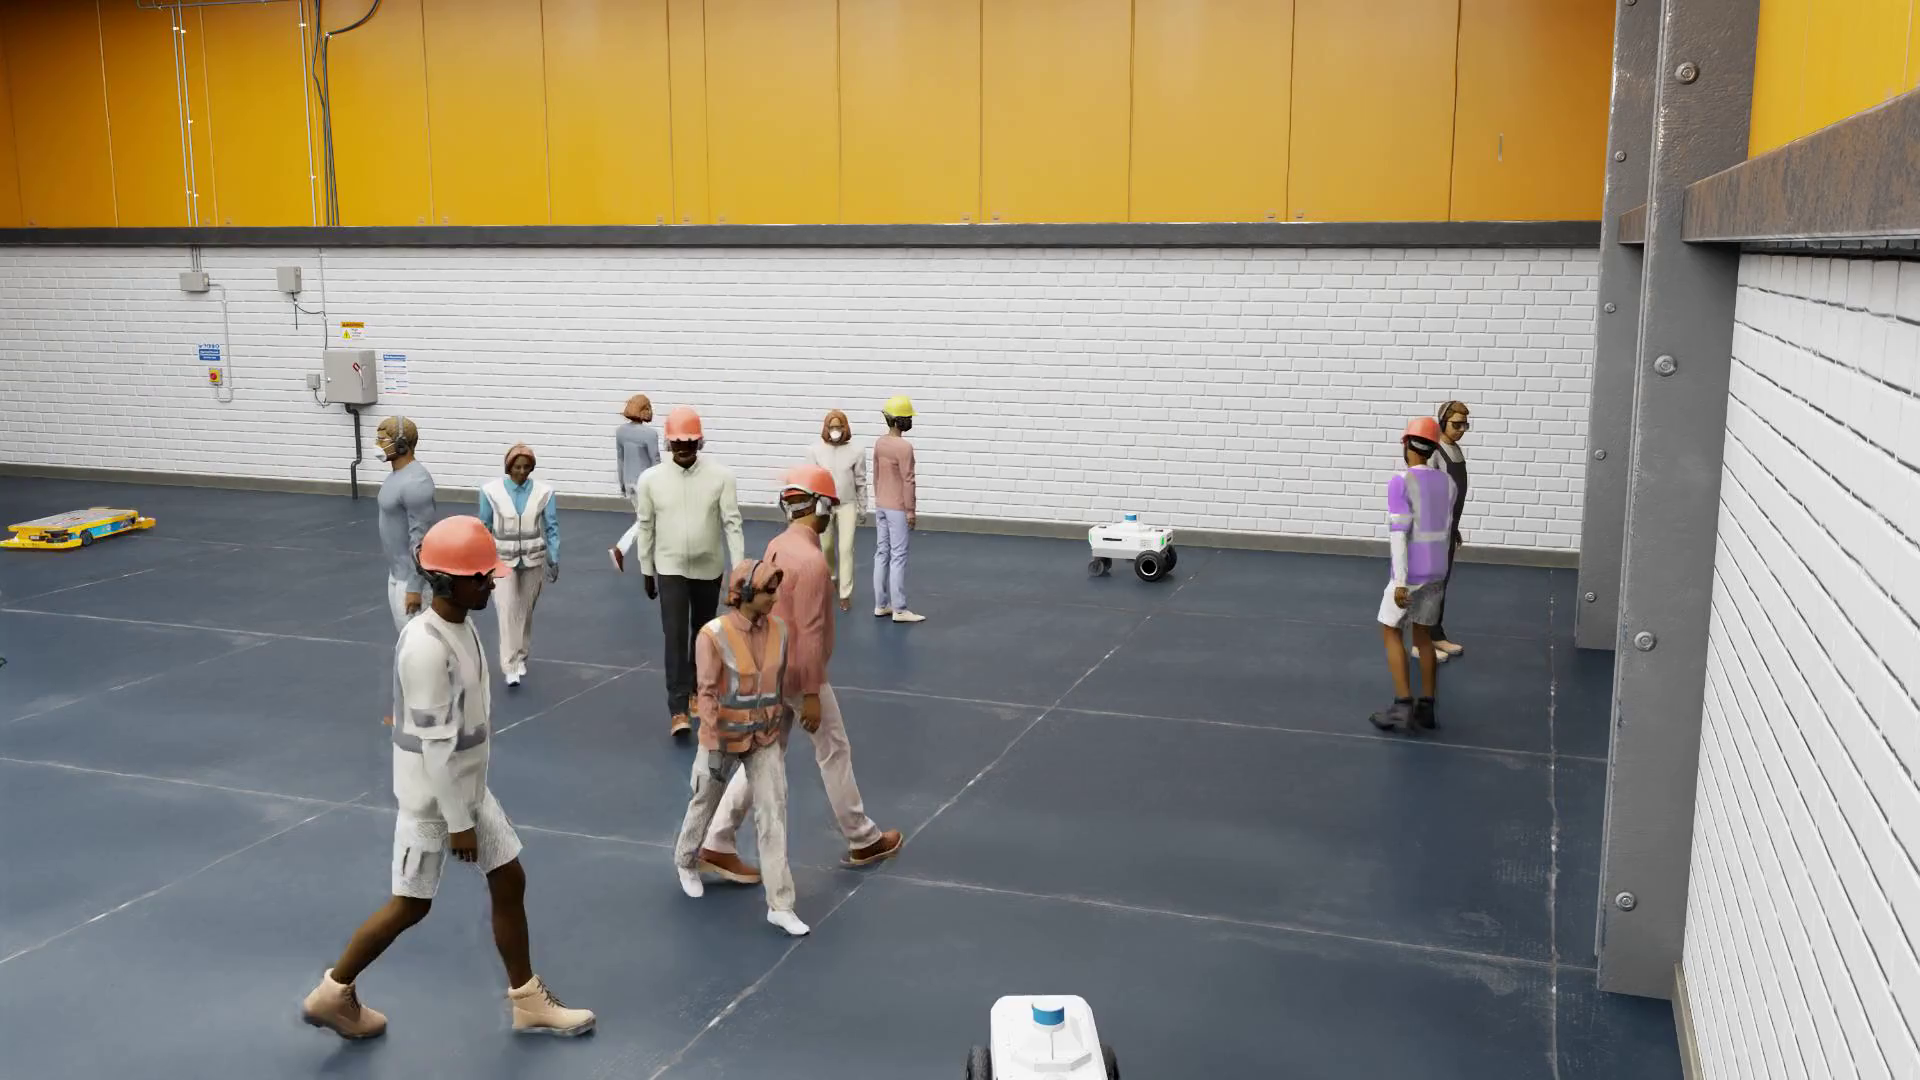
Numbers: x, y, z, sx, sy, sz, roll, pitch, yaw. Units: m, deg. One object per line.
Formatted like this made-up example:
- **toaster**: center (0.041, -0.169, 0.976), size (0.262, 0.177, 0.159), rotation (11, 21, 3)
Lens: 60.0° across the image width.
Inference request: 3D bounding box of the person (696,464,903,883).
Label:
- **person**: center (-0.785, 0.623, 7.685), size (1.036, 1.924, 0.675), rotation (-5, 11, -28)

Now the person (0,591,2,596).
- **person**: center (-8.218, -0.517, 13.722), size (0.383, 2.045, 0.605), rotation (-9, 13, -40)

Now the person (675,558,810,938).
- **person**: center (-0.976, 0.859, 7.259), size (0.529, 1.587, 0.889), rotation (-8, 13, -37)

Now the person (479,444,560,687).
- **person**: center (-2.914, 0.174, 11.046), size (0.528, 1.597, 0.822), rotation (-5, 11, -24)

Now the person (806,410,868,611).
- **person**: center (-1.002, -0.276, 13.621), size (0.515, 1.600, 0.776), rotation (0, 10, 2)

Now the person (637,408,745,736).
- **person**: center (-1.605, 0.187, 9.999), size (0.626, 1.944, 0.985), rotation (-3, 10, -14)

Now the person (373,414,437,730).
- **person**: center (-3.257, 0.225, 9.840), size (0.371, 1.941, 0.627), rotation (-5, 11, -27)

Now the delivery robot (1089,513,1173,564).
- **delivery robot**: center (1.507, 0.005, 14.710), size (0.707, 0.478, 0.477), rotation (4, 11, 20)

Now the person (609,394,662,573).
- **person**: center (-2.892, -0.495, 14.821), size (0.504, 1.609, 0.664), rotation (7, 13, 36)

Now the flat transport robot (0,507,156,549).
- **flat transport robot**: center (-8.750, -0.130, 16.532), size (0.652, 0.197, 1.431), rotation (2, 10, 10)

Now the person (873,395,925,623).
- **person**: center (-0.488, -0.245, 12.971), size (0.331, 1.768, 0.526), rotation (-6, 12, -32)

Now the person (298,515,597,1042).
- **person**: center (-1.924, 0.892, 5.989), size (1.019, 1.998, 0.611), rotation (0, 10, 1)

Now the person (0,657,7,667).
- **person**: center (-6.839, 0.071, 10.860), size (0.987, 1.872, 0.595), rotation (-2, 10, -13)

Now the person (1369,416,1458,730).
- **person**: center (2.781, 0.196, 10.137), size (0.575, 1.889, 0.505), rotation (-6, 12, -30)

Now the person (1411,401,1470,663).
- **person**: center (3.412, -0.069, 11.774), size (0.346, 1.841, 0.506), rotation (8, 13, 39)

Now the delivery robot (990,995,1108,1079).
- **delivery robot**: center (0.279, 1.685, 5.249), size (0.477, 0.478, 0.707), rotation (0, 10, -2)
